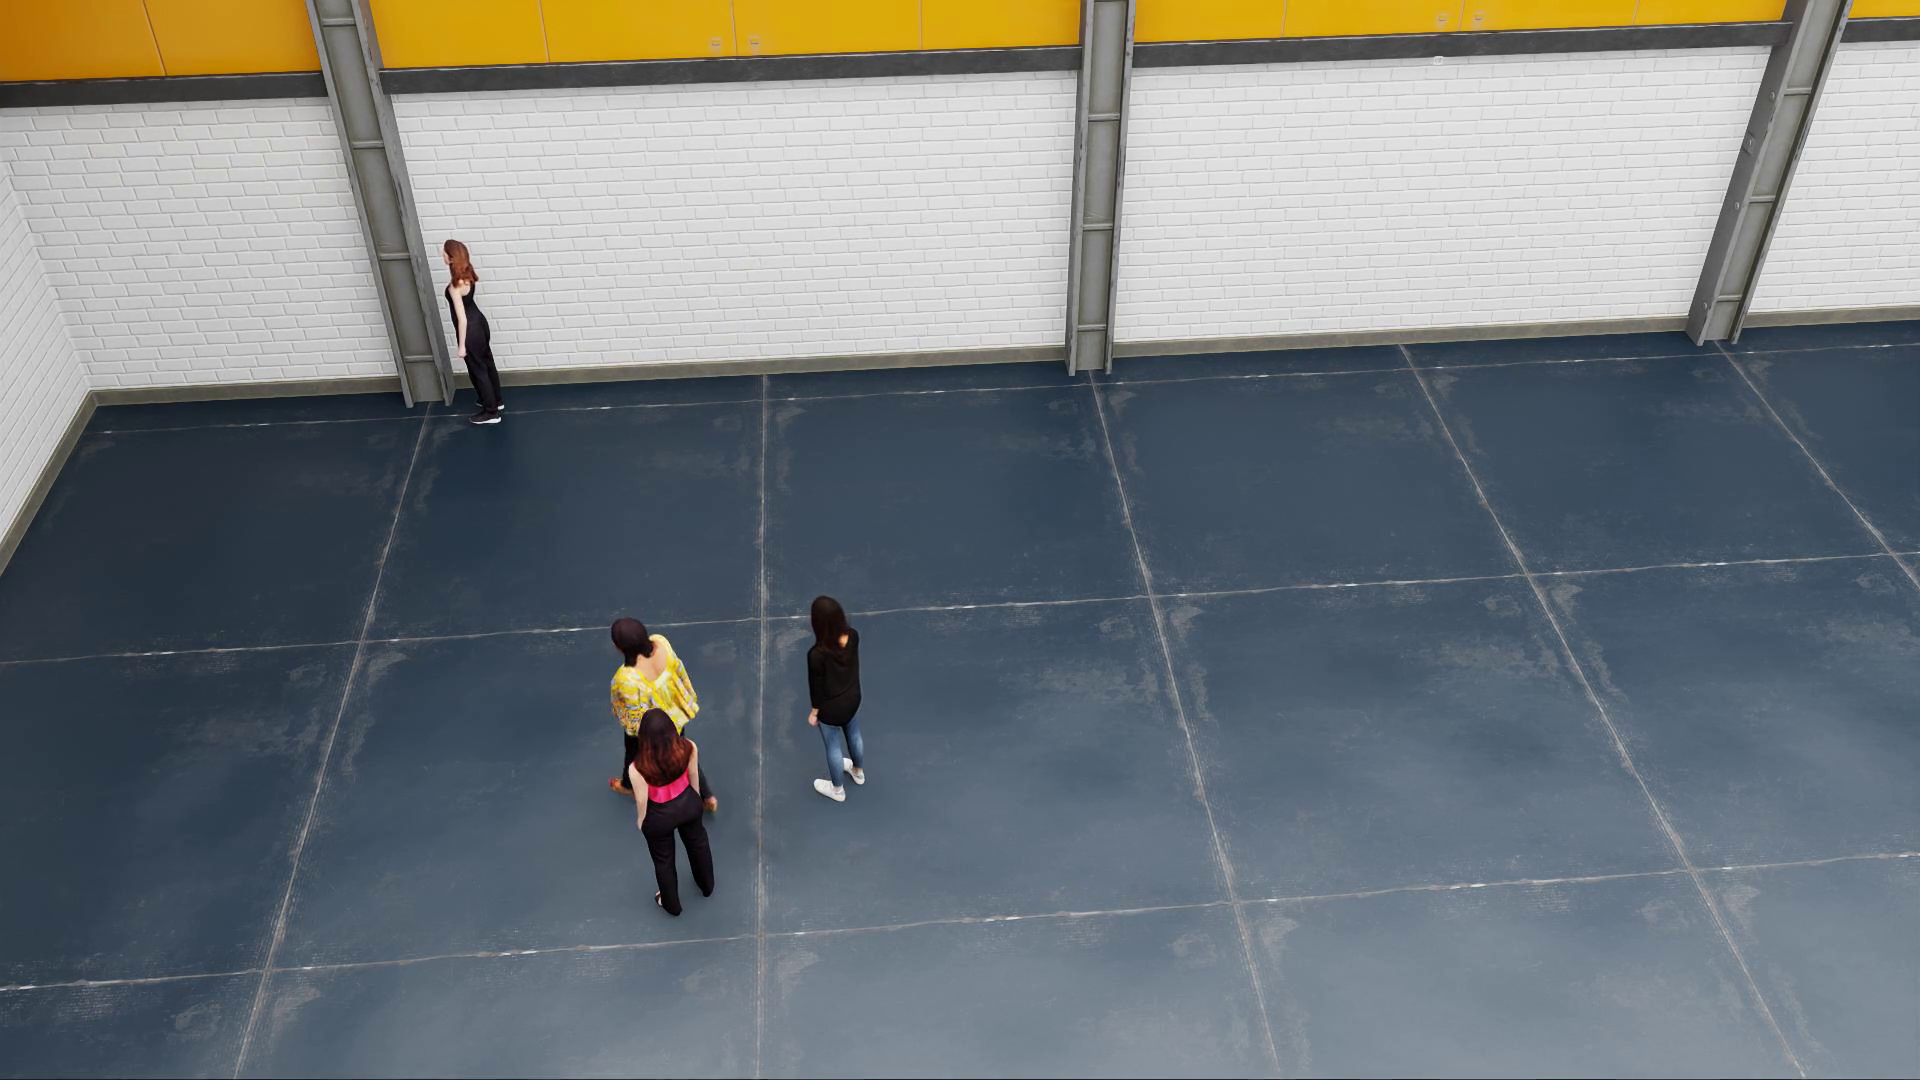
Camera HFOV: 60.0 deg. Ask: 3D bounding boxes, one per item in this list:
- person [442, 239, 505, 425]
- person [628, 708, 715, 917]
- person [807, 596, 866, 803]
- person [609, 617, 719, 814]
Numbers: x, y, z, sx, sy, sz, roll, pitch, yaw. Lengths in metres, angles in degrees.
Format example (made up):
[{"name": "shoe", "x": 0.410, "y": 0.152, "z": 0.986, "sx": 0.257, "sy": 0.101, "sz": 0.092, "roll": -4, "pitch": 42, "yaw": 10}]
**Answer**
[{"name": "person", "x": -4.187, "y": -1.801, "z": 14.293, "sx": 0.543, "sy": 1.748, "sz": 0.598, "roll": 0, "pitch": 39, "yaw": 0}, {"name": "person", "x": -1.750, "y": 1.632, "z": 10.066, "sx": 0.611, "sy": 1.659, "sz": 0.722, "roll": -23, "pitch": 44, "yaw": -26}, {"name": "person", "x": -0.805, "y": 1.027, "z": 10.834, "sx": 0.715, "sy": 1.646, "sz": 0.646, "roll": 30, "pitch": 47, "yaw": 32}, {"name": "person", "x": -1.890, "y": 1.172, "z": 10.682, "sx": 1.169, "sy": 1.609, "sz": 1.032, "roll": 18, "pitch": 42, "yaw": 21}]
